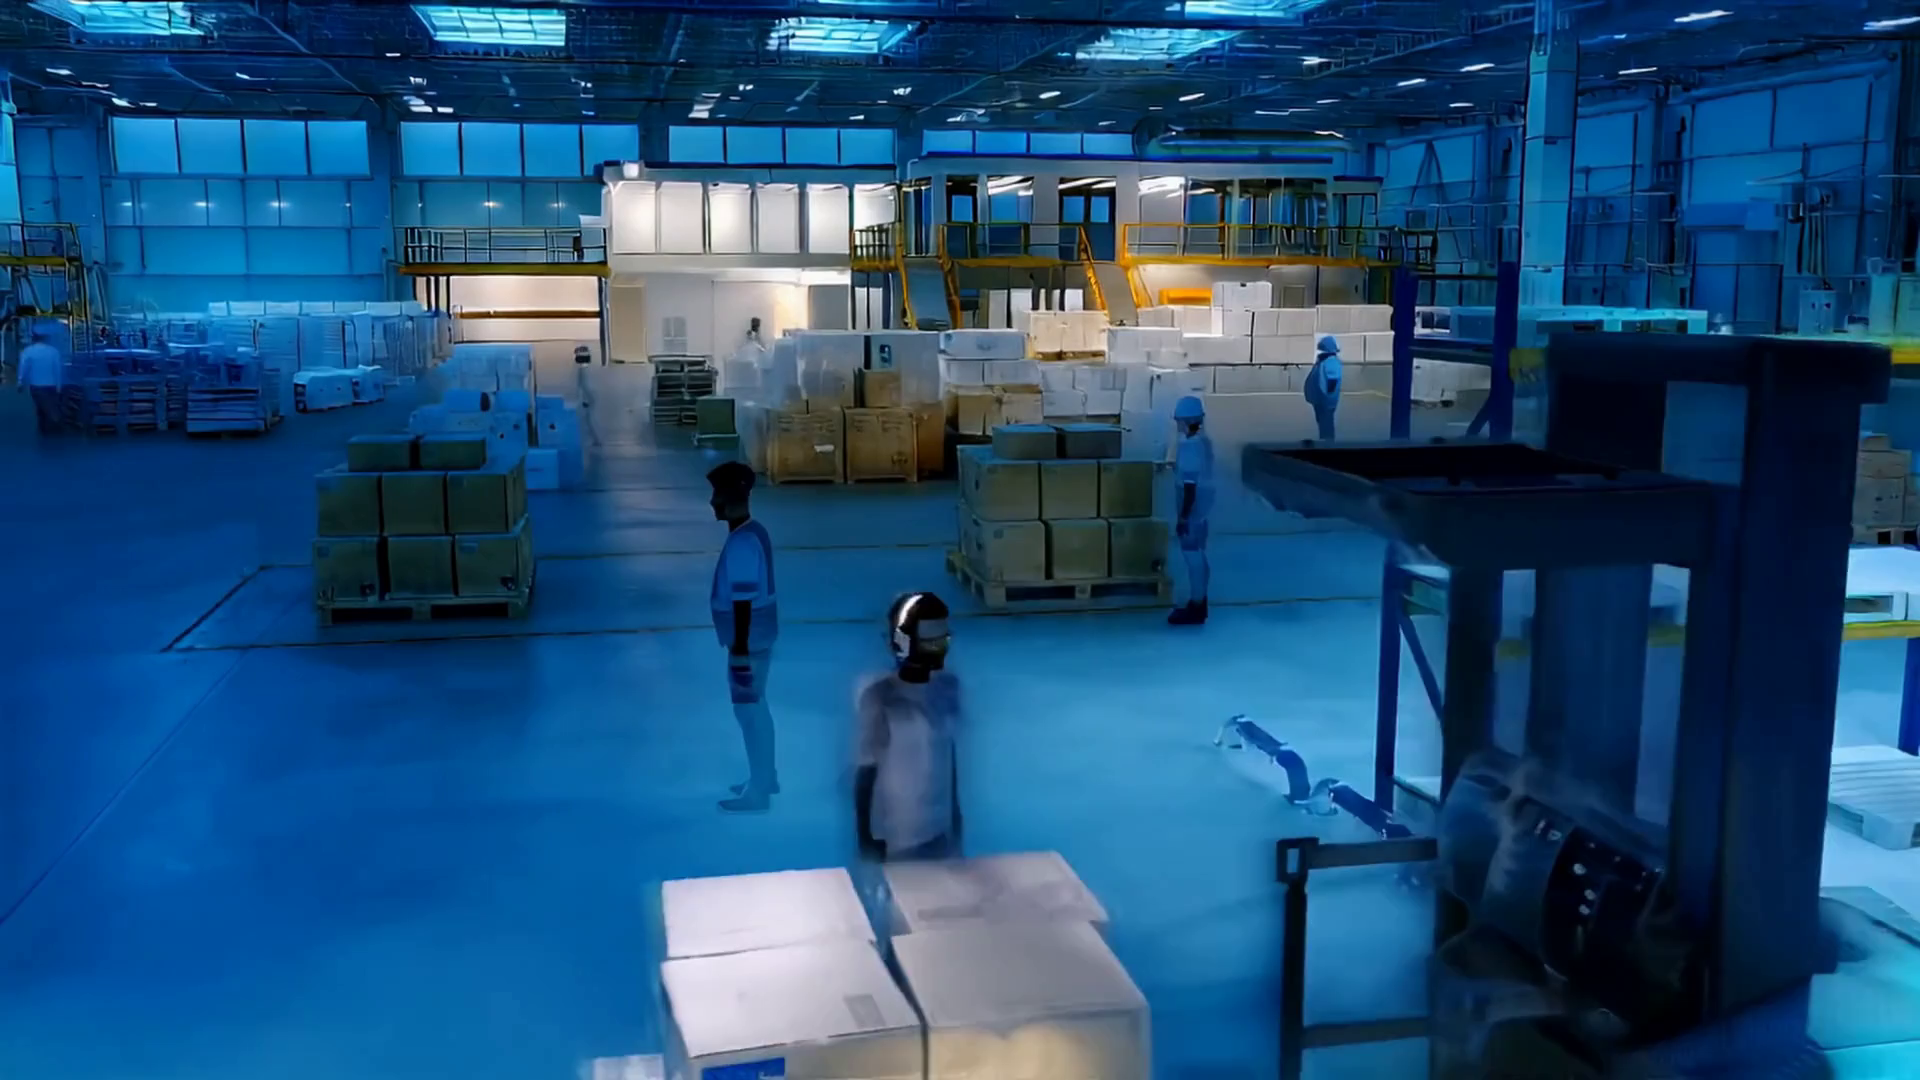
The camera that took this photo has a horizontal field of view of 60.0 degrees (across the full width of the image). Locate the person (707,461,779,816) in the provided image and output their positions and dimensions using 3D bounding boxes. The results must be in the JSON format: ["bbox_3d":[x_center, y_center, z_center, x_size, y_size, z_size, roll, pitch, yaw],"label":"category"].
[{"bbox_3d":[-1.188,0.537,9.170,0.373,1.958,0.601,0,9,-2],"label":"person"}]

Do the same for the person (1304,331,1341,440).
[{"bbox_3d":[5.516,-2.156,25.321,0.538,2.000,0.684,1,9,4],"label":"person"}]

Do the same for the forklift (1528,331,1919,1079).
[{"bbox_3d":[1.892,0.851,4.439,1.873,2.768,1.129,-2,10,-12],"label":"forklift"}]

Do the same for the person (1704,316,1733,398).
[{"bbox_3d":[17.540,-4.239,38.481,1.021,1.902,0.598,-7,12,-38],"label":"person"}]

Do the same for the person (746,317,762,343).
[{"bbox_3d":[-4.751,-4.184,38.232,0.864,1.861,0.574,5,11,28],"label":"person"}]

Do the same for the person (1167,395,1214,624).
[{"bbox_3d":[1.942,-0.253,14.041,0.375,1.934,0.547,4,10,23],"label":"person"}]

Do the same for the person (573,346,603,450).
[{"bbox_3d":[-6.210,-2.318,27.304,0.716,1.718,0.497,1,9,7],"label":"person"}]

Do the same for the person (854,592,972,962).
[{"bbox_3d":[-0.198,1.087,6.128,0.487,1.855,0.521,7,12,36],"label":"person"}]

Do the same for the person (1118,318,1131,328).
[{"bbox_3d":[3.798,-3.921,36.517,0.748,1.902,0.591,6,11,31],"label":"person"}]

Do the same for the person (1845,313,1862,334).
[{"bbox_3d":[22.346,-4.746,41.653,0.538,1.860,0.505,-3,10,-16],"label":"person"}]

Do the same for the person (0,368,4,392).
[{"bbox_3d":[-18.055,-2.918,30.766,0.614,1.778,0.947,-3,10,-17],"label":"person"}]

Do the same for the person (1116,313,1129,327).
[{"bbox_3d":[4.202,-4.901,42.647,0.327,1.843,0.516,-9,13,-44],"label":"person"}]

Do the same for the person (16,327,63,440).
[{"bbox_3d":[-16.037,-2.717,28.968,0.610,1.958,0.651,6,11,34],"label":"person"}]
